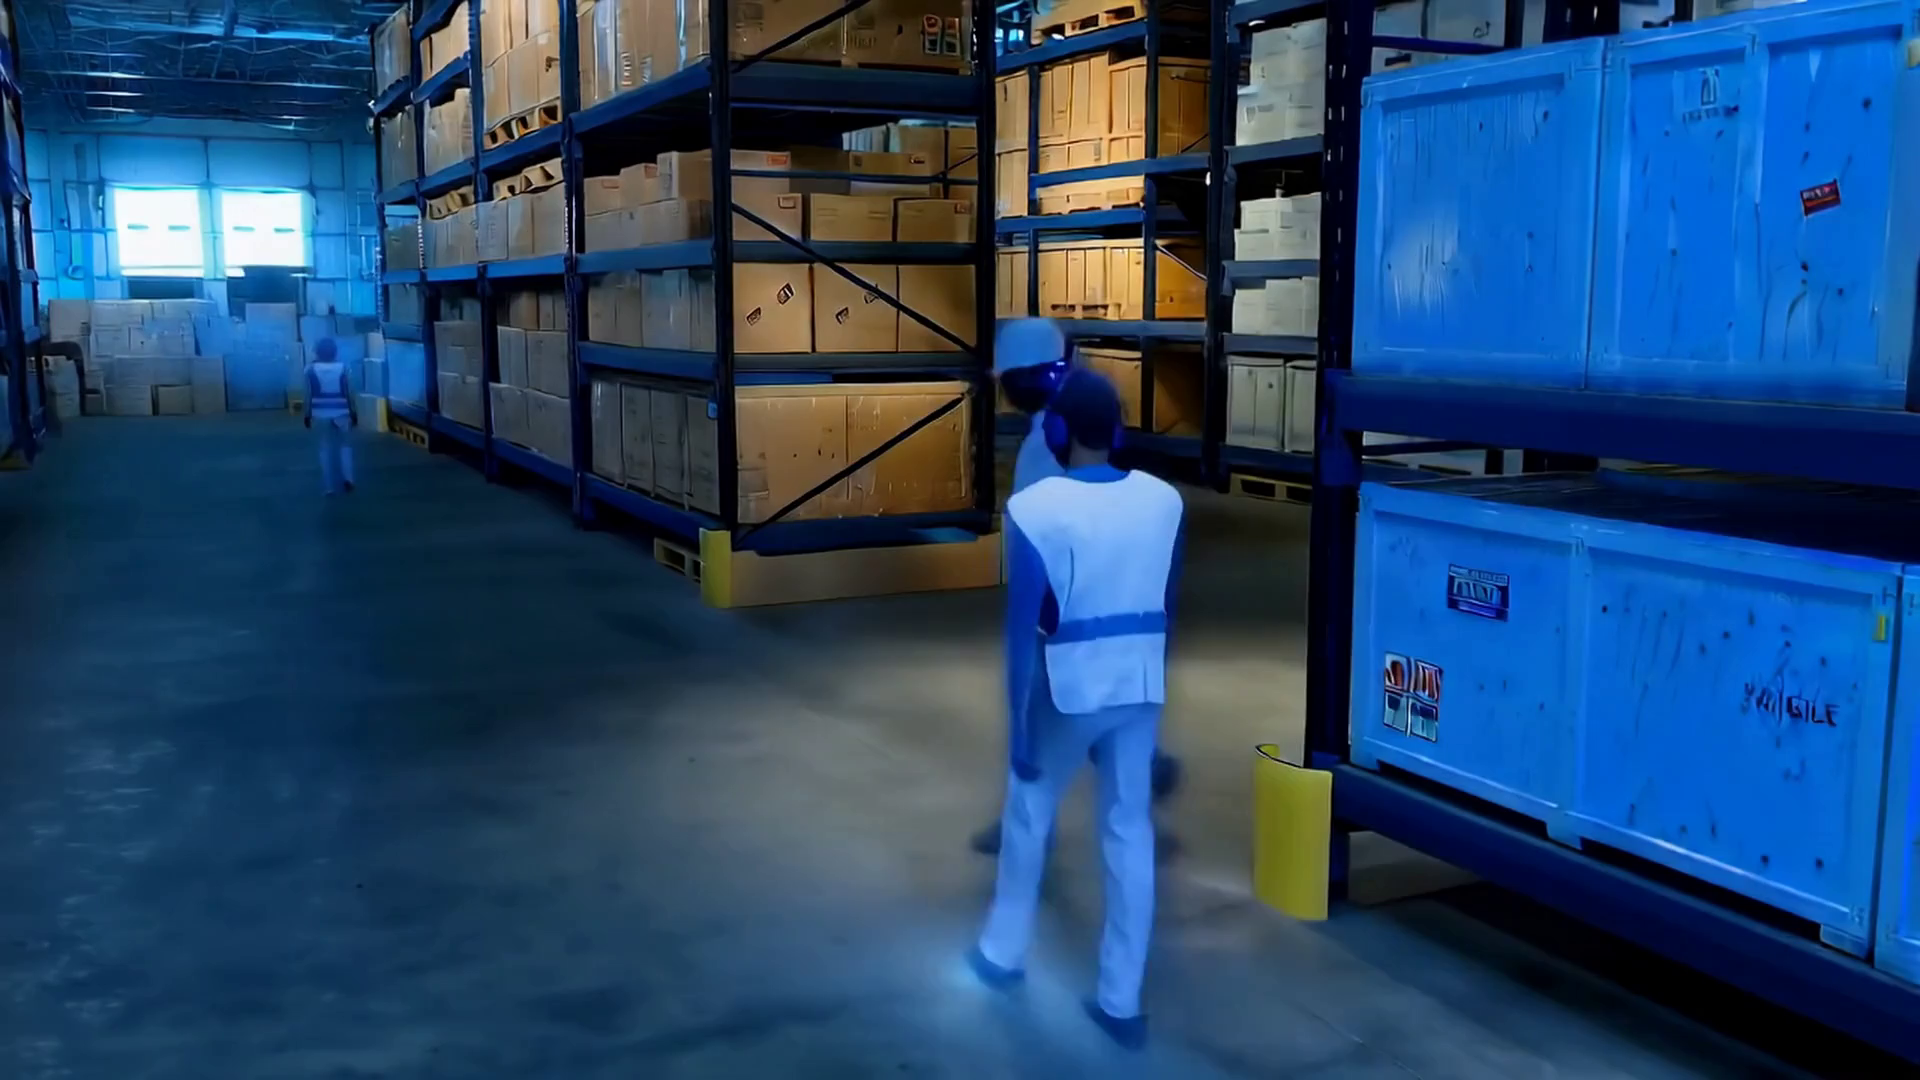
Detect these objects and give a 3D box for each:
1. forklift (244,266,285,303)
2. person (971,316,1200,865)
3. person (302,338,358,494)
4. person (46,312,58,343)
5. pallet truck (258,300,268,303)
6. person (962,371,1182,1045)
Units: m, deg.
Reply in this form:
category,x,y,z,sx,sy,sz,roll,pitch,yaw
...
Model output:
category,x,y,z,sx,sy,sz,roll,pitch,yaw
forklift,-17.121,-5.368,41.102,1.873,2.768,1.129,5,10,30
person,0.436,0.195,5.912,0.738,1.963,0.654,-2,8,-14
person,-6.495,-1.273,17.160,0.530,1.624,0.450,-4,9,-23
person,-27.588,-6.273,50.632,0.430,1.925,0.635,-4,9,-28
pallet truck,-23.913,-7.404,58.171,1.885,1.965,0.823,-1,8,-9
person,0.312,0.439,4.699,0.569,1.814,0.806,-3,9,-23
